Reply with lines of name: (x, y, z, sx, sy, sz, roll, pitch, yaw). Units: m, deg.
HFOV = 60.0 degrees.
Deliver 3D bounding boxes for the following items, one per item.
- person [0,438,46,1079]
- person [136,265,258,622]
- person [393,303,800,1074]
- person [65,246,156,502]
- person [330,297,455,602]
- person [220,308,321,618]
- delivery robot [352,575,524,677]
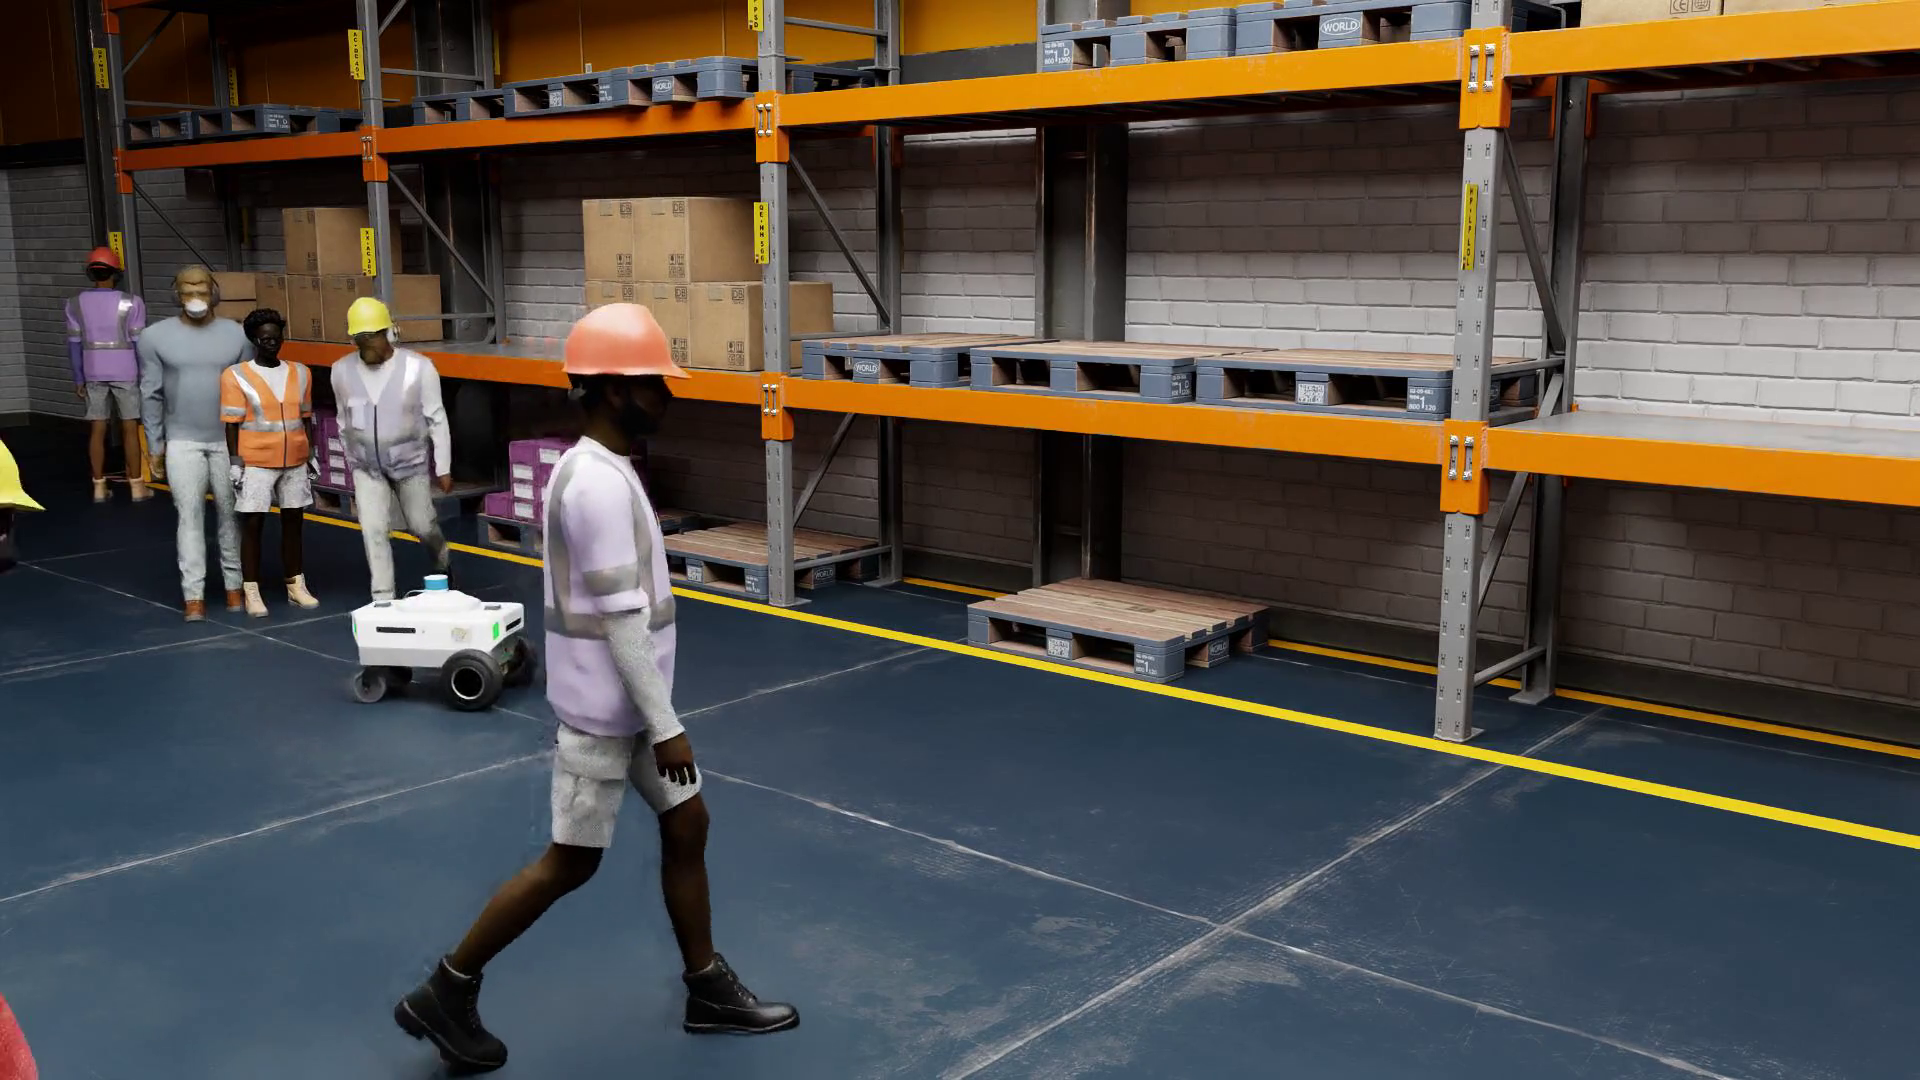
person: (-1.814, 0.649, 3.003, 0.812, 1.713, 0.544, -6, 12, -30)
person: (-4.147, -0.536, 9.152, 0.631, 1.939, 0.421, -5, 11, -26)
person: (-0.926, 0.374, 4.084, 0.957, 1.908, 0.538, -1, 10, -7)
person: (-6.777, -1.318, 13.309, 0.607, 2.037, 0.409, -1, 10, -6)
person: (-3.057, -0.443, 9.073, 0.610, 1.785, 0.857, 0, 10, -2)
person: (-3.800, -0.429, 9.203, 0.318, 1.695, 0.539, 9, 13, 40)
delivery robot: (-2.341, 0.400, 7.466, 0.707, 0.478, 0.477, 1, 10, 7)
